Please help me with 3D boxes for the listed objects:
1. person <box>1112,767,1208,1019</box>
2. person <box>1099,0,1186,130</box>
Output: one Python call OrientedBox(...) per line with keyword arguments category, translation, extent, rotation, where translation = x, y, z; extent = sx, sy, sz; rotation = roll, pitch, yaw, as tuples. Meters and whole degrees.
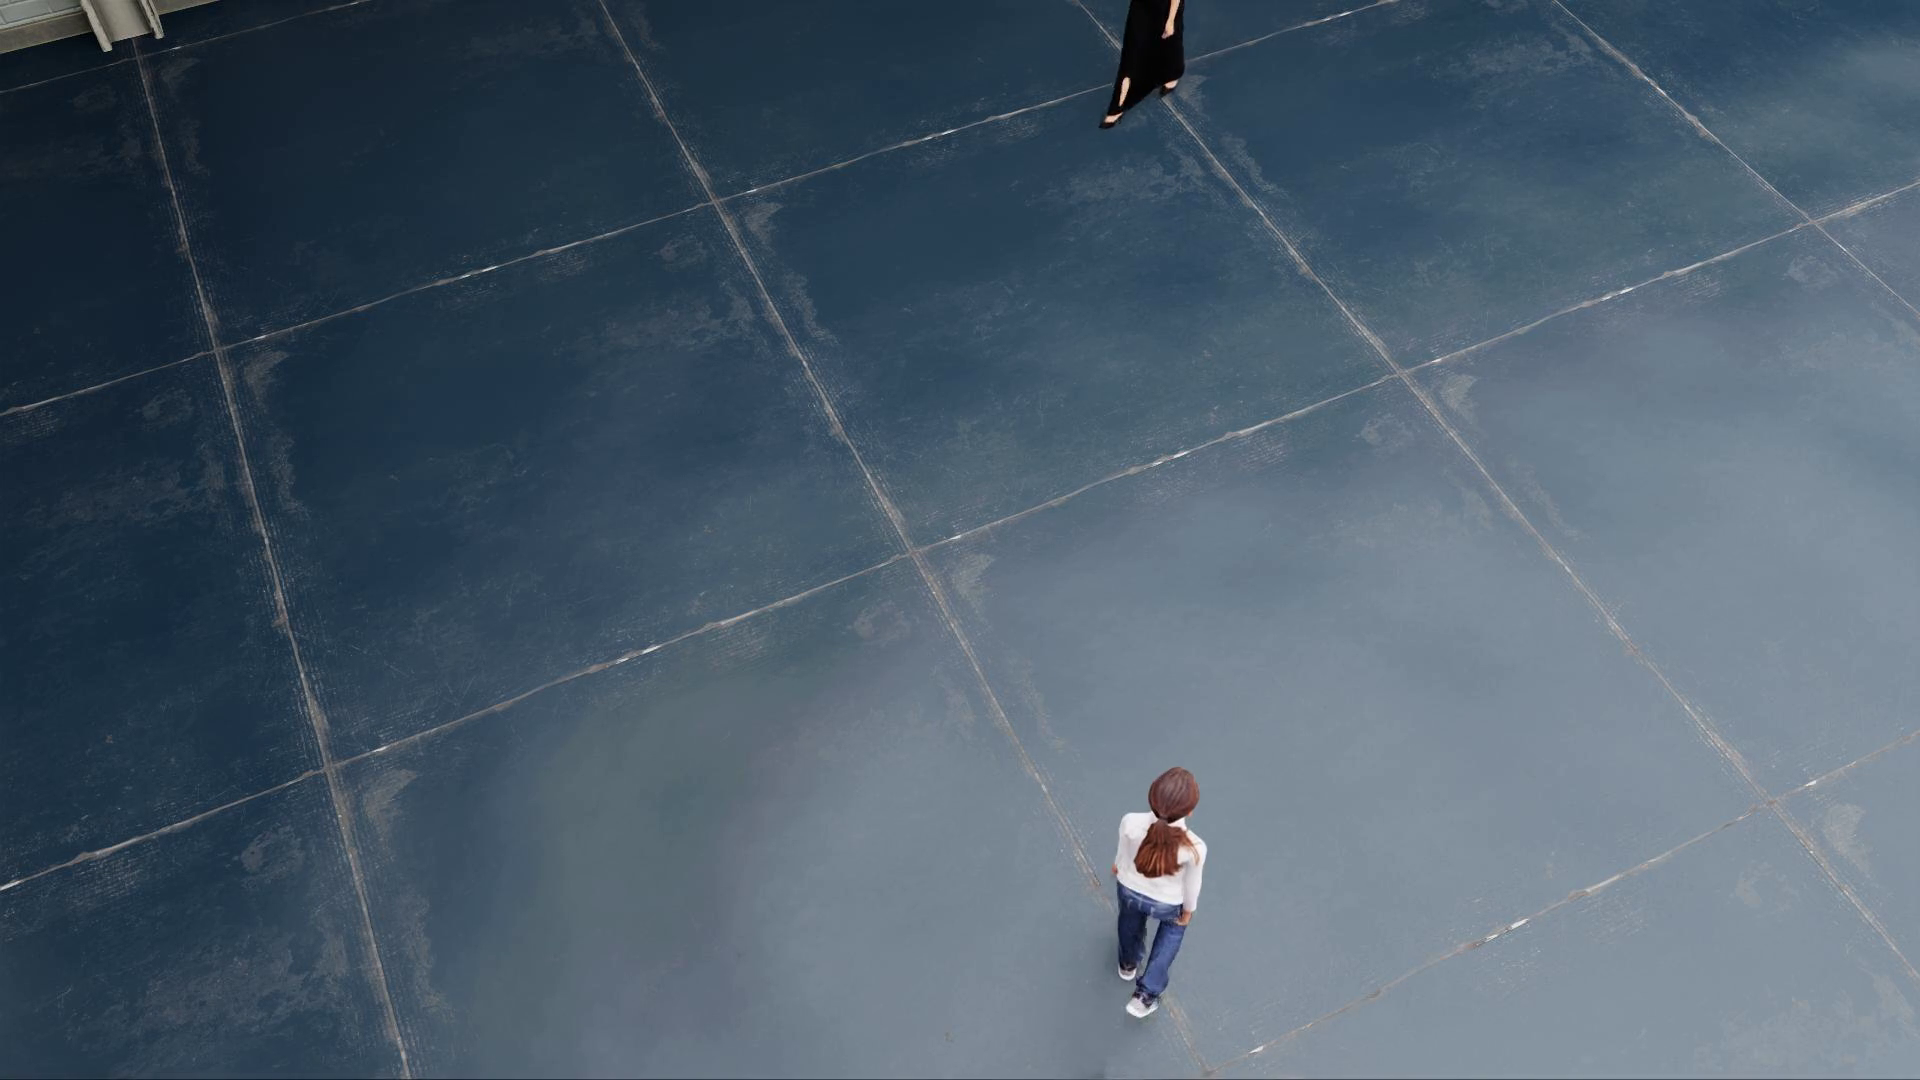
OrientedBox(category="person", translation=(0.729, 1.435, 6.528), extent=(0.750, 1.546, 0.810), rotation=(17, 54, 12))
OrientedBox(category="person", translation=(1.262, -3.304, 10.190), extent=(0.905, 1.557, 1.113), rotation=(31, 58, 22))
